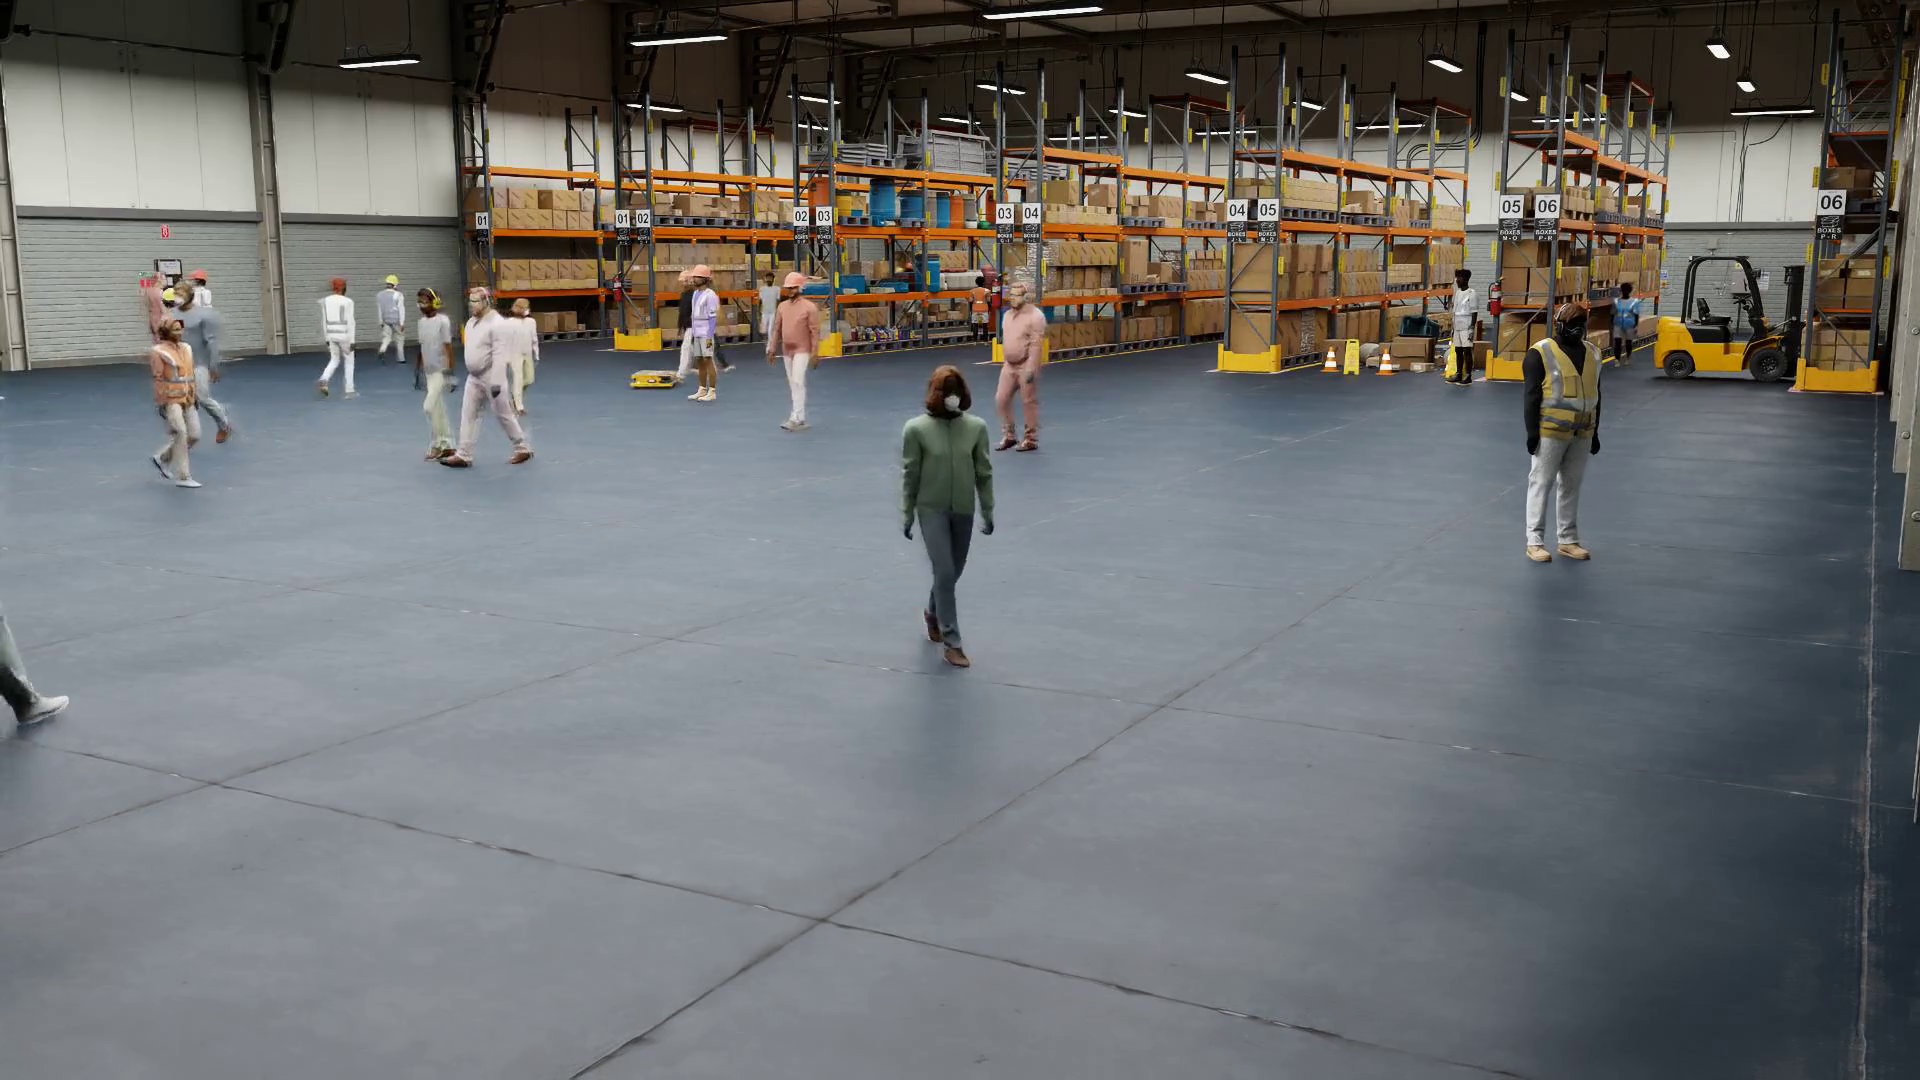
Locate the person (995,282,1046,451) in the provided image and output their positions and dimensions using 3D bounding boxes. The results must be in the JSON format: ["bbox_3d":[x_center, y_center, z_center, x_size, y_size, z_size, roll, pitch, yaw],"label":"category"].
[{"bbox_3d":[0.638,-1.913,18.489,0.649,1.884,0.590,9,13,42],"label":"person"}]

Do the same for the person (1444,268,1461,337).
[{"bbox_3d":[13.181,-6.323,44.402,0.510,1.860,0.333,2,10,11],"label":"person"}]

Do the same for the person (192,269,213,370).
[{"bbox_3d":[-14.543,-4.204,31.778,0.552,1.924,0.589,3,10,15],"label":"person"}]

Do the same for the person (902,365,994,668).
[{"bbox_3d":[-0.086,-0.164,9.086,0.507,1.605,0.795,-4,11,-23],"label":"person"}]

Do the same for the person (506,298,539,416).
[{"bbox_3d":[-6.044,-2.508,22.783,0.549,1.620,0.521,8,13,40],"label":"person"}]

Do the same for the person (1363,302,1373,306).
[{"bbox_3d":[11.602,-6.776,47.064,0.847,1.857,0.594,-2,10,-11],"label":"person"}]

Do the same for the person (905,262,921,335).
[{"bbox_3d":[-1.389,-6.514,45.091,0.619,2.015,0.949,3,10,18],"label":"person"}]

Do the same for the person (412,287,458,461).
[{"bbox_3d":[-5.644,-1.756,17.704,0.611,1.841,0.636,8,12,38],"label":"person"}]

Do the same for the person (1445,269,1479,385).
[{"bbox_3d":[8.494,-3.592,28.089,0.362,1.963,0.614,-3,10,-15],"label":"person"}]

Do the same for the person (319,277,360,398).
[{"bbox_3d":[-9.522,-3.083,25.406,0.592,1.866,0.669,3,10,16],"label":"person"}]

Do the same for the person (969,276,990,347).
[{"bbox_3d":[0.485,-5.485,39.952,0.532,1.697,0.322,1,10,7],"label":"person"}]

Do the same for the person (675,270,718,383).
[{"bbox_3d":[-4.622,-3.707,28.837,1.018,1.952,0.641,-6,12,-33],"label":"person"}]

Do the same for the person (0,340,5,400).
[{"bbox_3d":[-14.668,-2.870,24.888,0.520,1.612,0.690,5,11,25],"label":"person"}]

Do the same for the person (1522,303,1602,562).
[{"bbox_3d":[4.328,-0.768,11.918,0.627,1.844,0.429,-3,10,-17],"label":"person"}]

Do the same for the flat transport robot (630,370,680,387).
[{"bbox_3d":[-5.103,-2.708,27.870,0.652,0.197,1.431,-1,10,-3],"label":"flat transport robot"}]

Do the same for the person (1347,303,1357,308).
[{"bbox_3d":[11.317,-6.888,47.913,0.989,1.784,0.649,1,10,8],"label":"person"}]

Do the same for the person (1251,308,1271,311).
[{"bbox_3d":[6.777,-5.094,37.060,0.648,1.897,0.934,4,11,24],"label":"person"}]

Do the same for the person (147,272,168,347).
[{"bbox_3d":[-14.379,-3.905,30.145,0.663,1.881,0.664,-7,12,-35],"label":"person"}]

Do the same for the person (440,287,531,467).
[{"bbox_3d":[-4.912,-1.683,17.227,0.657,1.869,0.961,7,12,36],"label":"person"}]

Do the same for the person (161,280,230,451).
[{"bbox_3d":[-8.586,-1.956,18.671,0.634,1.917,0.819,1,10,8],"label":"person"}]

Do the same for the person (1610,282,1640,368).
[{"bbox_3d":[12.986,-4.197,32.488,0.539,1.676,0.695,5,11,28],"label":"person"}]

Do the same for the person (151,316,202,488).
[{"bbox_3d":[-7.415,-1.300,15.659,0.506,1.621,0.527,2,10,13],"label":"person"}]

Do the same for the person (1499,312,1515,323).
[{"bbox_3d":[13.879,-5.961,42.202,0.643,1.900,1.008,6,11,29],"label":"person"}]

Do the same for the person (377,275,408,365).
[{"bbox_3d":[-11.307,-4.364,33.062,0.603,1.808,0.700,3,10,14],"label":"person"}]

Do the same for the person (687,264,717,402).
[{"bbox_3d":[-3.866,-3.093,24.929,0.365,2.048,0.608,-7,12,-37],"label":"person"}]

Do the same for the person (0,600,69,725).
[{"bbox_3d":[-4.511,0.071,7.423,0.501,1.689,0.892,4,10,21],"label":"person"}]

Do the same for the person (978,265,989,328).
[{"bbox_3d":[0.795,-7.357,50.376,0.552,1.885,0.989,3,10,17],"label":"person"}]

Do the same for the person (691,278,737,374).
[{"bbox_3d":[-4.605,-3.952,30.748,1.002,1.779,0.533,-7,12,-35],"label":"person"}]

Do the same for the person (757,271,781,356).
[{"bbox_3d":[-4.175,-4.946,36.353,0.545,1.846,0.448,0,10,0],"label":"person"}]

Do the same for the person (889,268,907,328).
[{"bbox_3d":[-1.614,-6.149,43.339,0.588,1.883,0.972,4,10,22],"label":"person"}]

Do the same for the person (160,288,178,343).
[{"bbox_3d":[-10.095,-2.348,21.389,0.330,1.769,0.526,-8,13,-40],"label":"person"}]

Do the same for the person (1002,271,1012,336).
[{"bbox_3d":[1.096,-5.216,38.010,0.563,1.829,0.505,4,10,22],"label":"person"}]

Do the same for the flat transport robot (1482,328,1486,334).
[{"bbox_3d":[14.014,-5.815,46.056,0.652,0.197,1.431,0,10,-2],"label":"flat transport robot"}]

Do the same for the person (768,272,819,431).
[{"bbox_3d":[-2.107,-2.358,20.887,0.623,1.990,0.595,7,12,34],"label":"person"}]

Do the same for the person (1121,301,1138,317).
[{"bbox_3d":[4.504,-6.511,45.161,0.627,1.974,0.746,9,13,42],"label":"person"}]
